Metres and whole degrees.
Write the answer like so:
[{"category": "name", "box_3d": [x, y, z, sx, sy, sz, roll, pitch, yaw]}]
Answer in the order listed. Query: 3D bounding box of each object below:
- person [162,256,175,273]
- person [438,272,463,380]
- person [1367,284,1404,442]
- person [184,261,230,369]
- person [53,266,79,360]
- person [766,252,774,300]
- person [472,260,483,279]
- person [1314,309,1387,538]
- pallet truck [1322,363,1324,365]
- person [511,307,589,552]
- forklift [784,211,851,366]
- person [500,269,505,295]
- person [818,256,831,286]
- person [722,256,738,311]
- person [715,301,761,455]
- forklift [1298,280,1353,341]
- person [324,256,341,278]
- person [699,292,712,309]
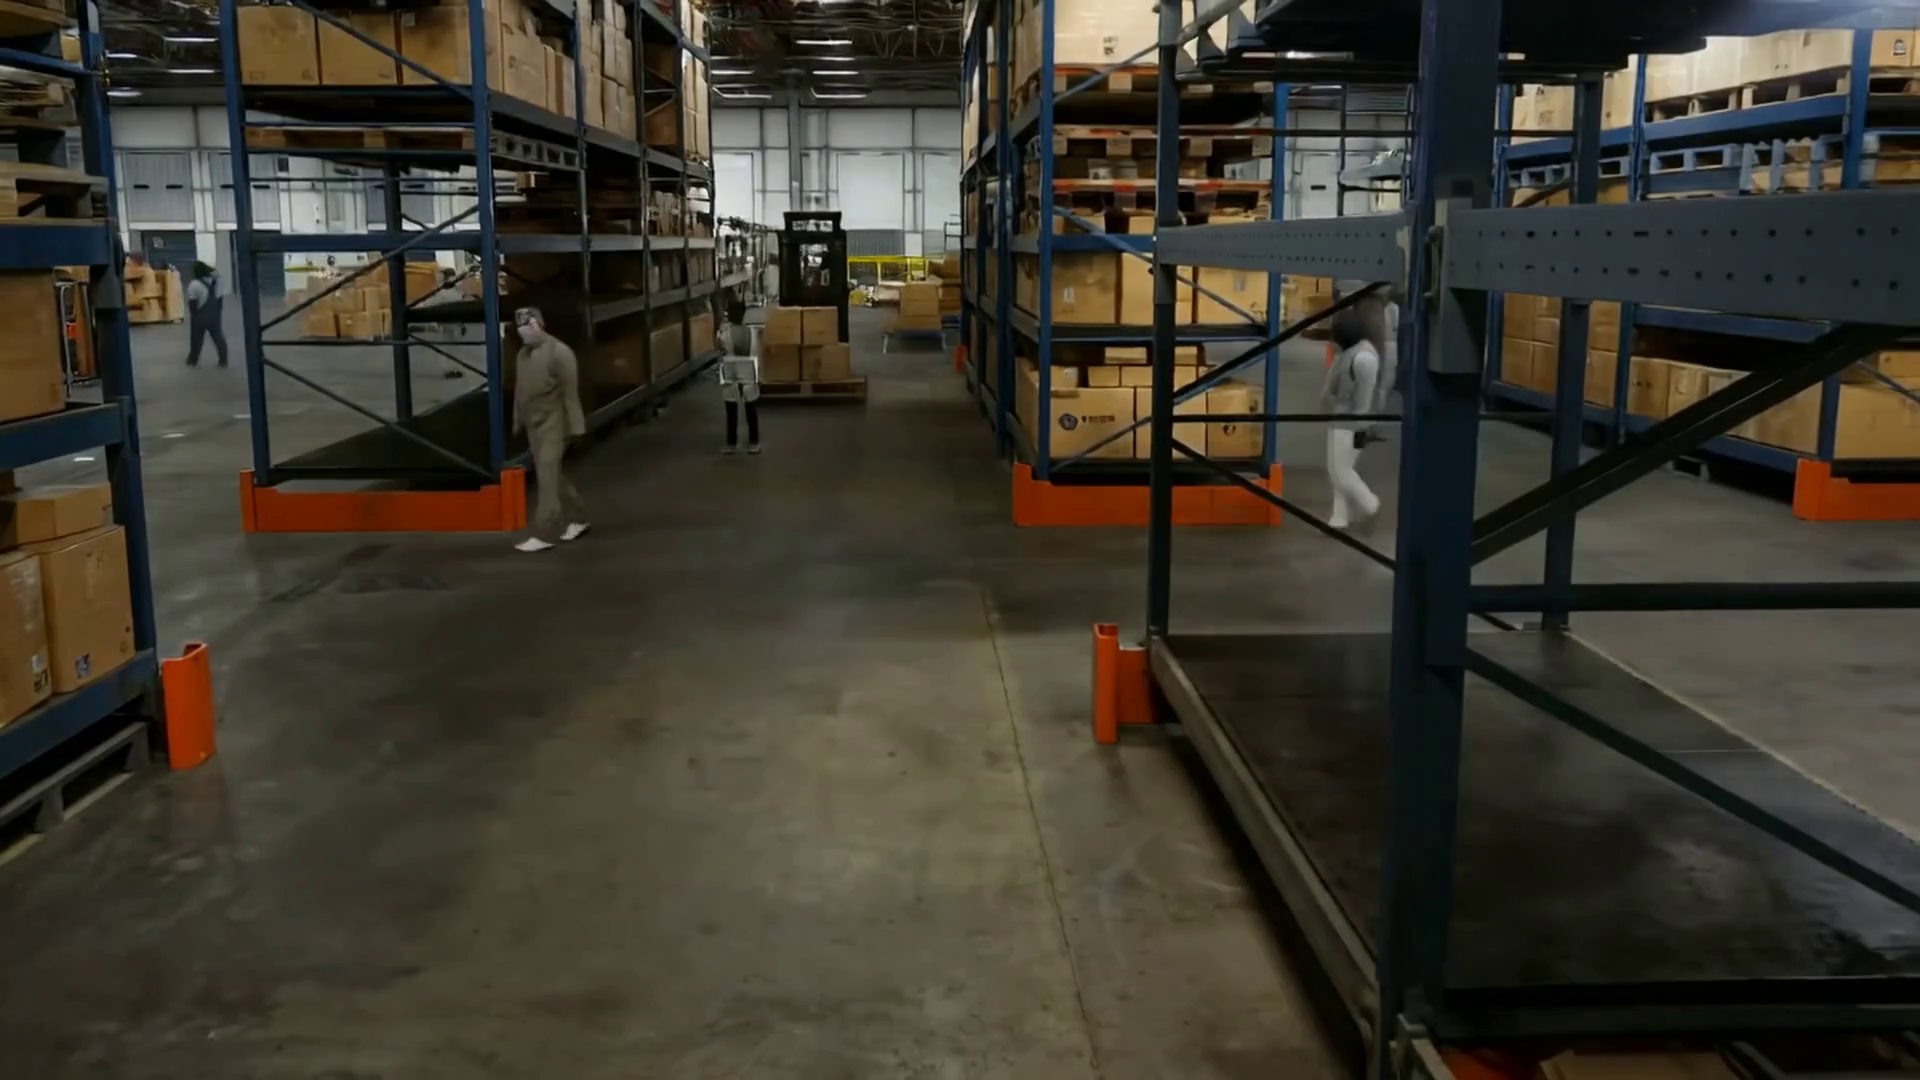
[{"category": "person", "box_3d": [-27.819, -9.051, 58.465, 0.466, 1.834, 0.649, 1, 10, 4]}, {"category": "person", "box_3d": [-8.752, -3.657, 28.442, 0.351, 1.845, 0.601, 2, 10, 13]}, {"category": "person", "box_3d": [5.118, -2.080, 19.250, 0.891, 1.968, 0.667, 9, 13, 40]}, {"category": "person", "box_3d": [-13.885, -4.153, 30.597, 1.010, 2.000, 0.699, 6, 12, 29]}, {"category": "person", "box_3d": [-17.731, -4.522, 32.957, 0.544, 1.933, 0.376, -5, 12, -28]}, {"category": "person", "box_3d": [-7.691, -10.729, 67.546, 0.382, 1.926, 0.549, 0, 10, -2]}, {"category": "person", "box_3d": [-17.496, -9.345, 60.540, 0.632, 1.679, 0.538, 7, 12, 35]}, {"category": "person", "box_3d": [3.060, -0.901, 13.077, 0.460, 1.823, 0.645, -1, 10, -6]}, {"category": "pallet truck", "box_3d": [7.712, -4.157, 30.737, 1.885, 1.965, 0.823, 3, 11, 16]}, {"category": "person", "box_3d": [-3.164, -0.866, 12.834, 0.719, 1.861, 0.804, 9, 14, 41]}, {"category": "forklift", "box_3d": [-2.354, -3.930, 27.015, 1.129, 2.768, 1.873, 0, 10, -2]}, {"category": "person", "box_3d": [-14.210, -7.680, 51.114, 0.398, 1.731, 0.488, 7, 12, 34]}, {"category": "person", "box_3d": [-3.725, -6.912, 46.173, 0.367, 1.965, 0.604, -5, 11, -28]}, {"category": "person", "box_3d": [-7.690, -8.617, 55.946, 0.756, 1.882, 0.684, 3, 11, 18]}, {"category": "person", "box_3d": [-2.453, -1.790, 18.389, 0.533, 1.697, 0.319, -6, 12, -30]}, {"category": "forklift", "box_3d": [9.074, -6.136, 39.304, 1.873, 2.768, 1.129, 0, 10, -2]}, {"category": "person", "box_3d": [-20.678, -8.431, 54.882, 1.041, 1.882, 0.652, 6, 12, 32]}, {"category": "person", "box_3d": [-5.006, -4.298, 32.418, 0.540, 1.680, 0.505, -7, 12, -35]}]
